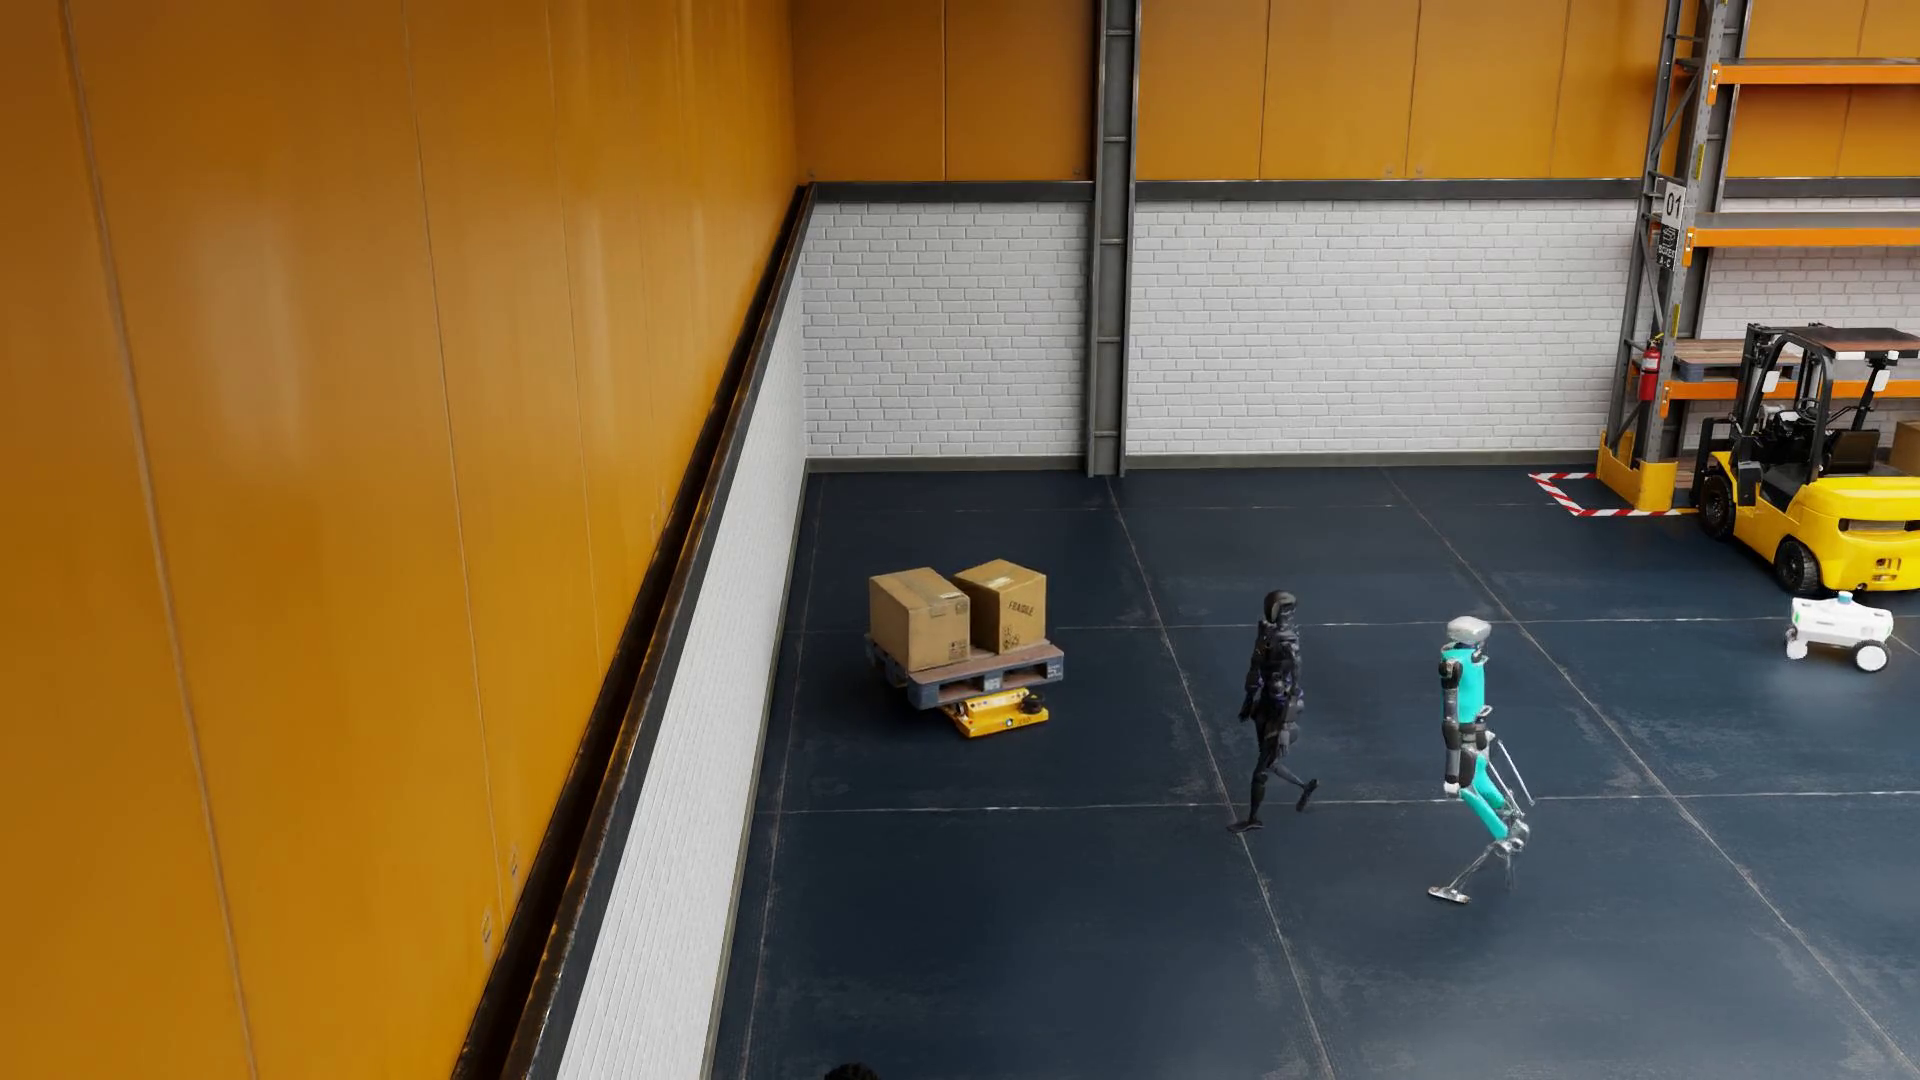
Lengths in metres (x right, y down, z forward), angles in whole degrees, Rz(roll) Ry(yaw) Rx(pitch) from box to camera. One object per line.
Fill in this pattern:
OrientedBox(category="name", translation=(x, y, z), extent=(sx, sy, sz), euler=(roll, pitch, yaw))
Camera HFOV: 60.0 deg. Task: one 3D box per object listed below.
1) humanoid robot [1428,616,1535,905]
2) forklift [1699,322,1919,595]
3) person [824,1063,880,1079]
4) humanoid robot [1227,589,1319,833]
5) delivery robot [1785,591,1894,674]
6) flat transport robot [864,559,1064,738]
OrientedBox(category="humanoid robot", translation=(3.164, 1.385, 9.795), extent=(0.811, 1.836, 0.550), euler=(14, 24, 32))
OrientedBox(category="forklift", translation=(7.809, -0.792, 14.926), extent=(1.214, 2.155, 2.313), euler=(-1, 20, -2))
OrientedBox(category="person", translation=(-0.376, 2.682, 6.219), extent=(0.315, 1.696, 0.540), euler=(-6, 21, -16))
OrientedBox(category="humanoid robot", translation=(2.065, 1.081, 10.630), extent=(0.702, 1.636, 0.599), euler=(-6, 21, -17))
OrientedBox(category="delivery robot", translation=(7.025, 0.716, 13.224), extent=(0.790, 0.613, 0.499), euler=(8, 22, 21))
OrientedBox(category="flat transport robot", translation=(0.037, 1.079, 12.628), extent=(0.659, 0.231, 1.431), euler=(-10, 22, -24))
